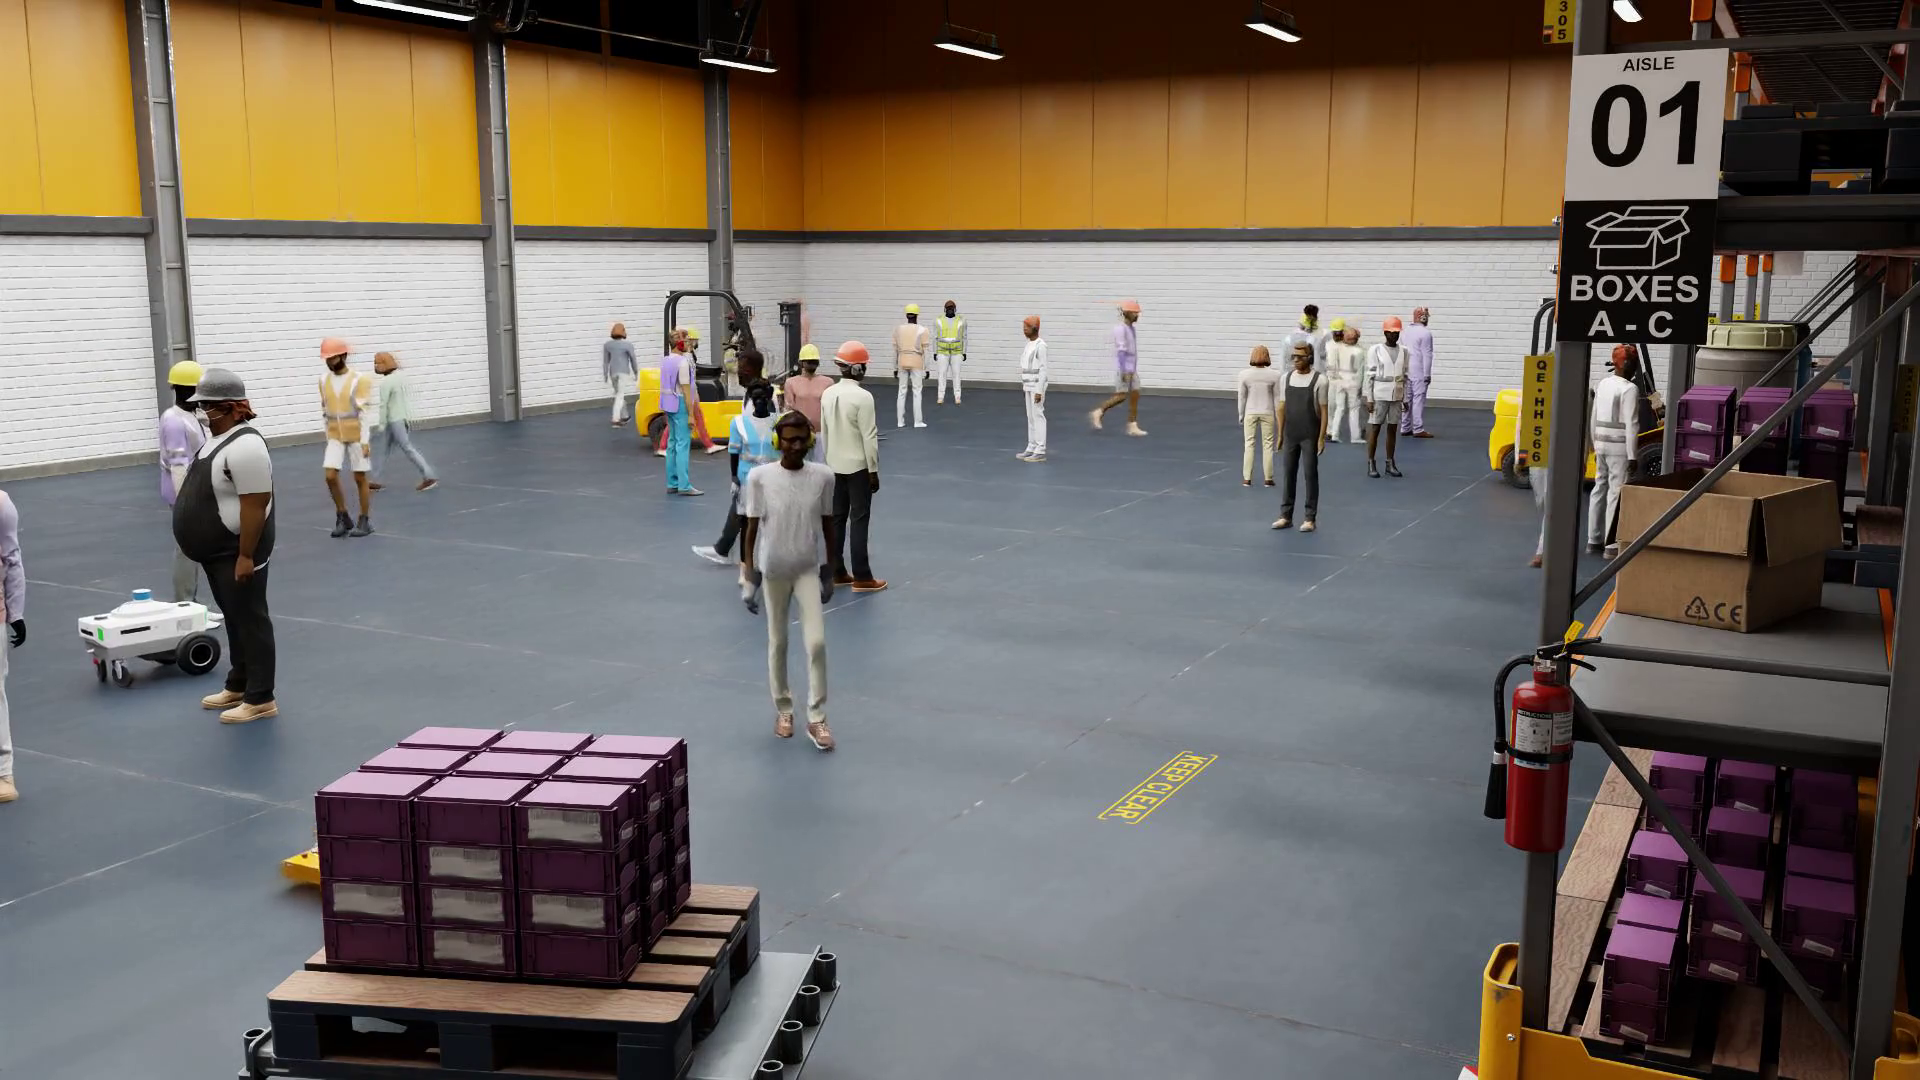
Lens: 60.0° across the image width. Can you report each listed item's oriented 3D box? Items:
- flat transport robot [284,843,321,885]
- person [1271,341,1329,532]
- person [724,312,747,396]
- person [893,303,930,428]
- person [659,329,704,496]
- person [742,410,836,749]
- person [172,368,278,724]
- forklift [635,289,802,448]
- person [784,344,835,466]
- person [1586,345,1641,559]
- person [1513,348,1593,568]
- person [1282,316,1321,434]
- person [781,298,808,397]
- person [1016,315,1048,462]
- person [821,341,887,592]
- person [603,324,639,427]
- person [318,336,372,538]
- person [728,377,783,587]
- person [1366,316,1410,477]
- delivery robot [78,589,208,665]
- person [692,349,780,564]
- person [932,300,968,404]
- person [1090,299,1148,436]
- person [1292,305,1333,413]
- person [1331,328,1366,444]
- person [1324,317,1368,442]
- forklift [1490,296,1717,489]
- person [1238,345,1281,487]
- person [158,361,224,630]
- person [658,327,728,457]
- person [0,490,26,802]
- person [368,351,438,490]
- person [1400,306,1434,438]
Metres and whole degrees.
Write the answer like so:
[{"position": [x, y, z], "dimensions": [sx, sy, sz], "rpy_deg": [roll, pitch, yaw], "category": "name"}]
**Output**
[{"position": [-2.261, 1.262, 7.540], "dimensions": [0.652, 0.197, 1.431], "rpy_deg": [5, 11, 27], "category": "flat transport robot"}, {"position": [3.304, -1.000, 16.084], "dimensions": [0.505, 1.846, 0.347], "rpy_deg": [7, 12, 36], "category": "person"}, {"position": [-3.224, -2.482, 24.738], "dimensions": [0.706, 1.824, 0.640], "rpy_deg": [-5, 11, -25], "category": "person"}, {"position": [-0.741, -2.686, 25.674], "dimensions": [0.601, 1.912, 0.422], "rpy_deg": [3, 10, 19], "category": "person"}, {"position": [-3.121, -1.408, 18.434], "dimensions": [0.389, 1.849, 0.567], "rpy_deg": [-7, 12, -35], "category": "person"}, {"position": [-0.925, 0.220, 9.050], "dimensions": [0.540, 1.841, 0.764], "rpy_deg": [-2, 10, -10], "category": "person"}, {"position": [-4.229, 0.026, 9.579], "dimensions": [0.537, 2.000, 0.678], "rpy_deg": [-7, 12, -35], "category": "person"}, {"position": [-3.358, -2.392, 23.136], "dimensions": [2.313, 2.155, 1.214], "rpy_deg": [-1, 10, -5], "category": "forklift"}, {"position": [-1.522, -1.102, 16.899], "dimensions": [0.533, 1.769, 0.310], "rpy_deg": [-1, 10, -8], "category": "person"}, {"position": [5.788, -0.777, 14.691], "dimensions": [0.339, 1.880, 0.581], "rpy_deg": [-2, 10, -12], "category": "person"}, {"position": [5.176, -0.735, 14.430], "dimensions": [0.638, 1.896, 0.851], "rpy_deg": [8, 13, 39], "category": "person"}, {"position": [5.036, -2.441, 24.608], "dimensions": [0.657, 1.790, 0.437], "rpy_deg": [10, 14, 44], "category": "person"}, {"position": [-3.062, -3.548, 30.808], "dimensions": [0.935, 1.859, 0.668], "rpy_deg": [-9, 13, -43], "category": "person"}, {"position": [0.950, -1.951, 21.473], "dimensions": [0.353, 1.887, 0.573], "rpy_deg": [-3, 10, -16], "category": "person"}, {"position": [-0.858, -0.583, 13.232], "dimensions": [0.375, 1.997, 0.612], "rpy_deg": [-10, 14, -44], "category": "person"}, {"position": [-5.271, -2.567, 25.906], "dimensions": [0.504, 1.587, 0.864], "rpy_deg": [3, 10, 18], "category": "person"}, {"position": [-5.779, -0.956, 15.656], "dimensions": [0.570, 1.912, 0.563], "rpy_deg": [1, 10, 7], "category": "person"}, {"position": [-1.595, -0.464, 13.409], "dimensions": [0.537, 1.695, 0.320], "rpy_deg": [-1, 10, -7], "category": "person"}, {"position": [5.139, -1.714, 19.945], "dimensions": [0.542, 1.939, 0.363], "rpy_deg": [-2, 10, -12], "category": "person"}, {"position": [-5.170, 0.556, 10.540], "dimensions": [0.477, 0.478, 0.707], "rpy_deg": [8, 13, 40], "category": "delivery robot"}, {"position": [-1.805, -0.683, 14.172], "dimensions": [0.978, 1.865, 0.613], "rpy_deg": [-4, 11, -22], "category": "person"}, {"position": [-0.182, -3.353, 29.720], "dimensions": [0.633, 1.841, 0.429], "rpy_deg": [0, 10, 0], "category": "person"}, {"position": [2.372, -2.533, 24.453], "dimensions": [0.790, 2.024, 0.613], "rpy_deg": [6, 12, 32], "category": "person"}, {"position": [5.172, -2.493, 24.484], "dimensions": [0.620, 1.921, 0.894], "rpy_deg": [3, 10, 17], "category": "person"}, {"position": [5.495, -2.170, 23.492], "dimensions": [0.322, 1.645, 0.519], "rpy_deg": [-7, 12, -34], "category": "person"}, {"position": [5.537, -2.299, 23.803], "dimensions": [0.848, 1.788, 0.644], "rpy_deg": [-9, 13, -43], "category": "person"}, {"position": [7.296, -1.677, 18.993], "dimensions": [2.313, 2.155, 1.214], "rpy_deg": [5, 11, 27], "category": "forklift"}, {"position": [3.449, -1.425, 19.153], "dimensions": [0.500, 1.636, 0.286], "rpy_deg": [2, 10, 13], "category": "person"}, {"position": [-5.504, -0.322, 11.928], "dimensions": [0.386, 1.922, 0.594], "rpy_deg": [-3, 10, -17], "category": "person"}, {"position": [-3.574, -1.944, 21.937], "dimensions": [0.931, 1.708, 0.539], "rpy_deg": [-2, 10, -9], "category": "person"}, {"position": [-4.872, 0.390, 8.050], "dimensions": [0.632, 1.842, 0.429], "rpy_deg": [-5, 11, -28], "category": "person"}, {"position": [-6.365, -1.340, 18.794], "dimensions": [0.887, 1.587, 0.502], "rpy_deg": [-1, 10, -5], "category": "person"}, {"position": [6.698, -2.452, 24.313], "dimensions": [0.399, 1.909, 0.642], "rpy_deg": [-4, 10, -20], "category": "person"}]
